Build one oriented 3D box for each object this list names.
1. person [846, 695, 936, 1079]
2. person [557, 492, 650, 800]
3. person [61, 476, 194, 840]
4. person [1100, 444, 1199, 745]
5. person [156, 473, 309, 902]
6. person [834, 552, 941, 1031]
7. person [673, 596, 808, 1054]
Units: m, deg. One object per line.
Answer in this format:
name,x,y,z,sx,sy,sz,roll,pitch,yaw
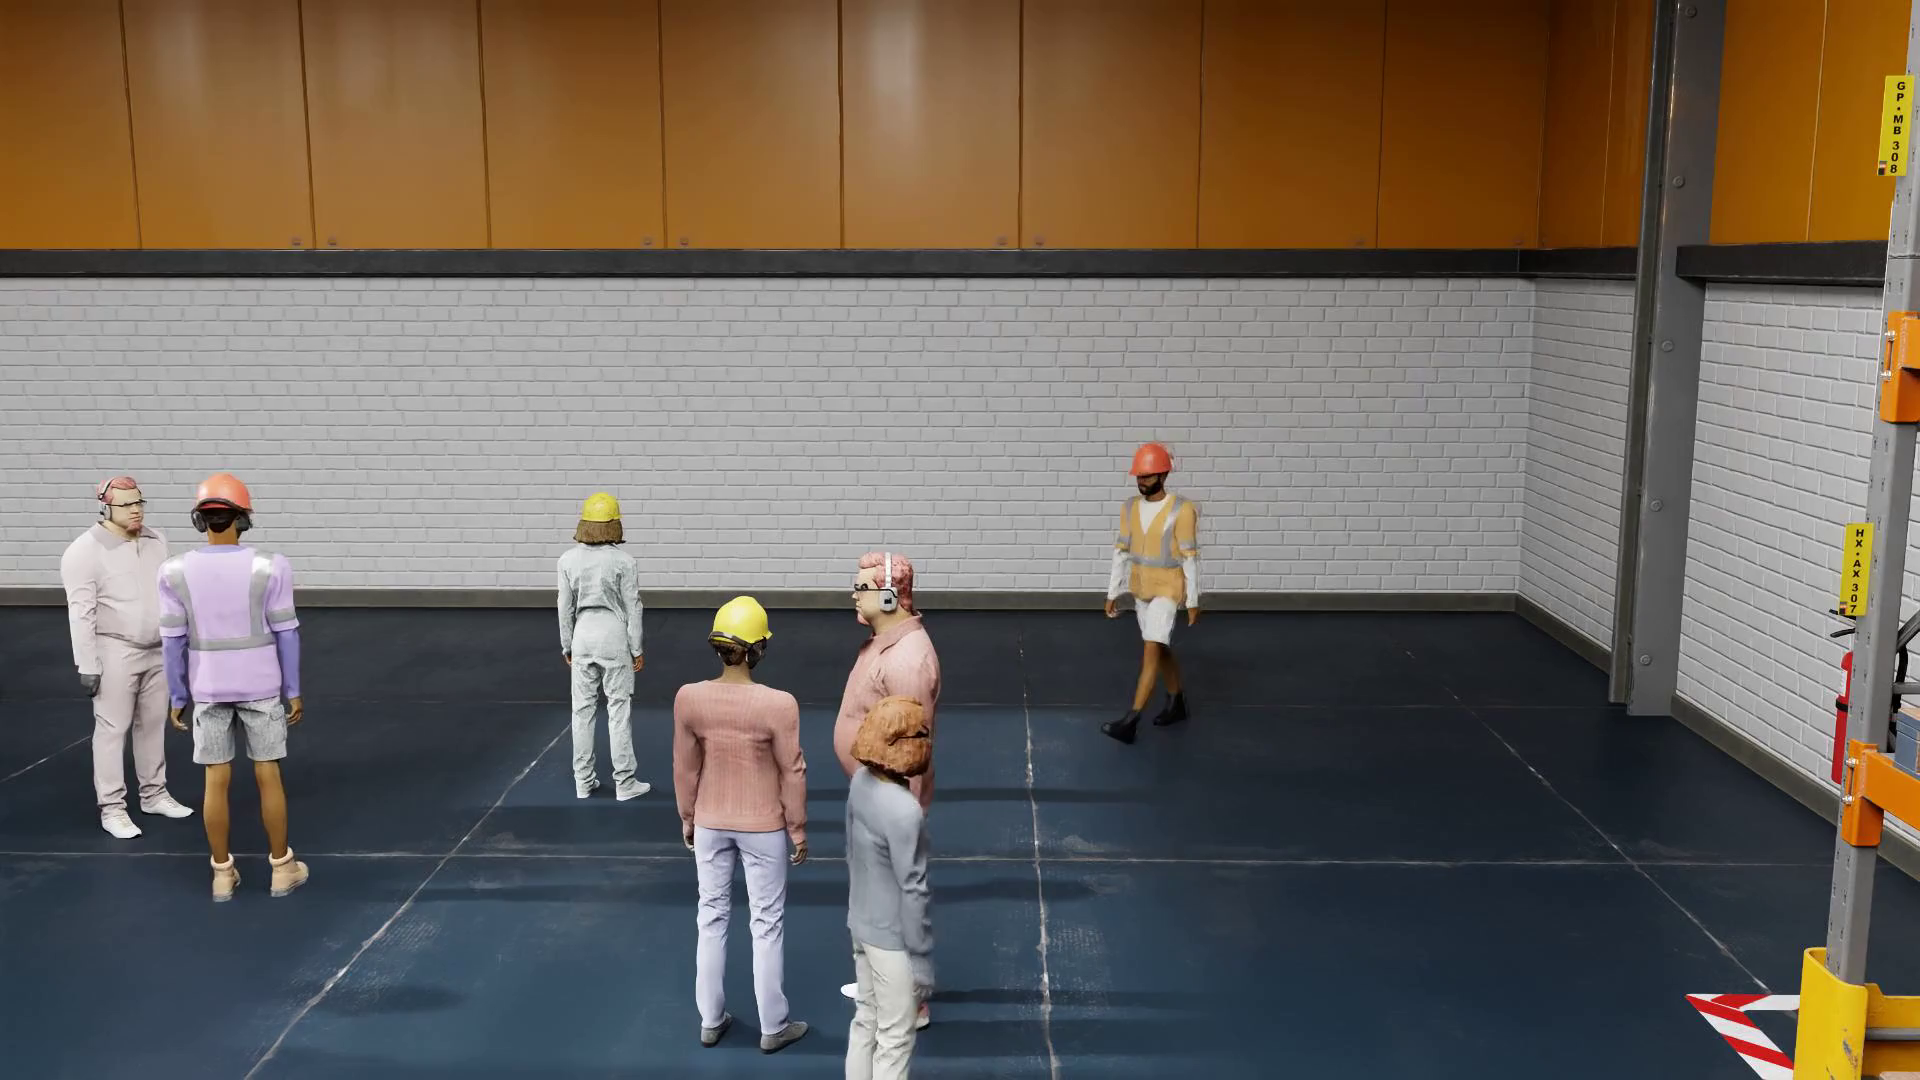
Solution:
person,-0.225,1.309,5.467,0.269,1.629,0.519,-4,10,-23
person,-2.007,0.598,9.381,0.493,1.742,0.312,2,10,13
person,-4.389,0.607,8.838,0.404,1.906,0.651,3,10,19
person,1.194,0.327,10.585,1.005,1.878,0.574,-9,13,-44
person,-3.435,0.699,7.898,0.607,2.037,0.401,-2,10,-9
person,-0.291,0.988,6.556,0.409,1.907,0.648,-2,10,-10
person,-0.830,1.089,6.374,0.533,1.768,0.310,3,10,16
